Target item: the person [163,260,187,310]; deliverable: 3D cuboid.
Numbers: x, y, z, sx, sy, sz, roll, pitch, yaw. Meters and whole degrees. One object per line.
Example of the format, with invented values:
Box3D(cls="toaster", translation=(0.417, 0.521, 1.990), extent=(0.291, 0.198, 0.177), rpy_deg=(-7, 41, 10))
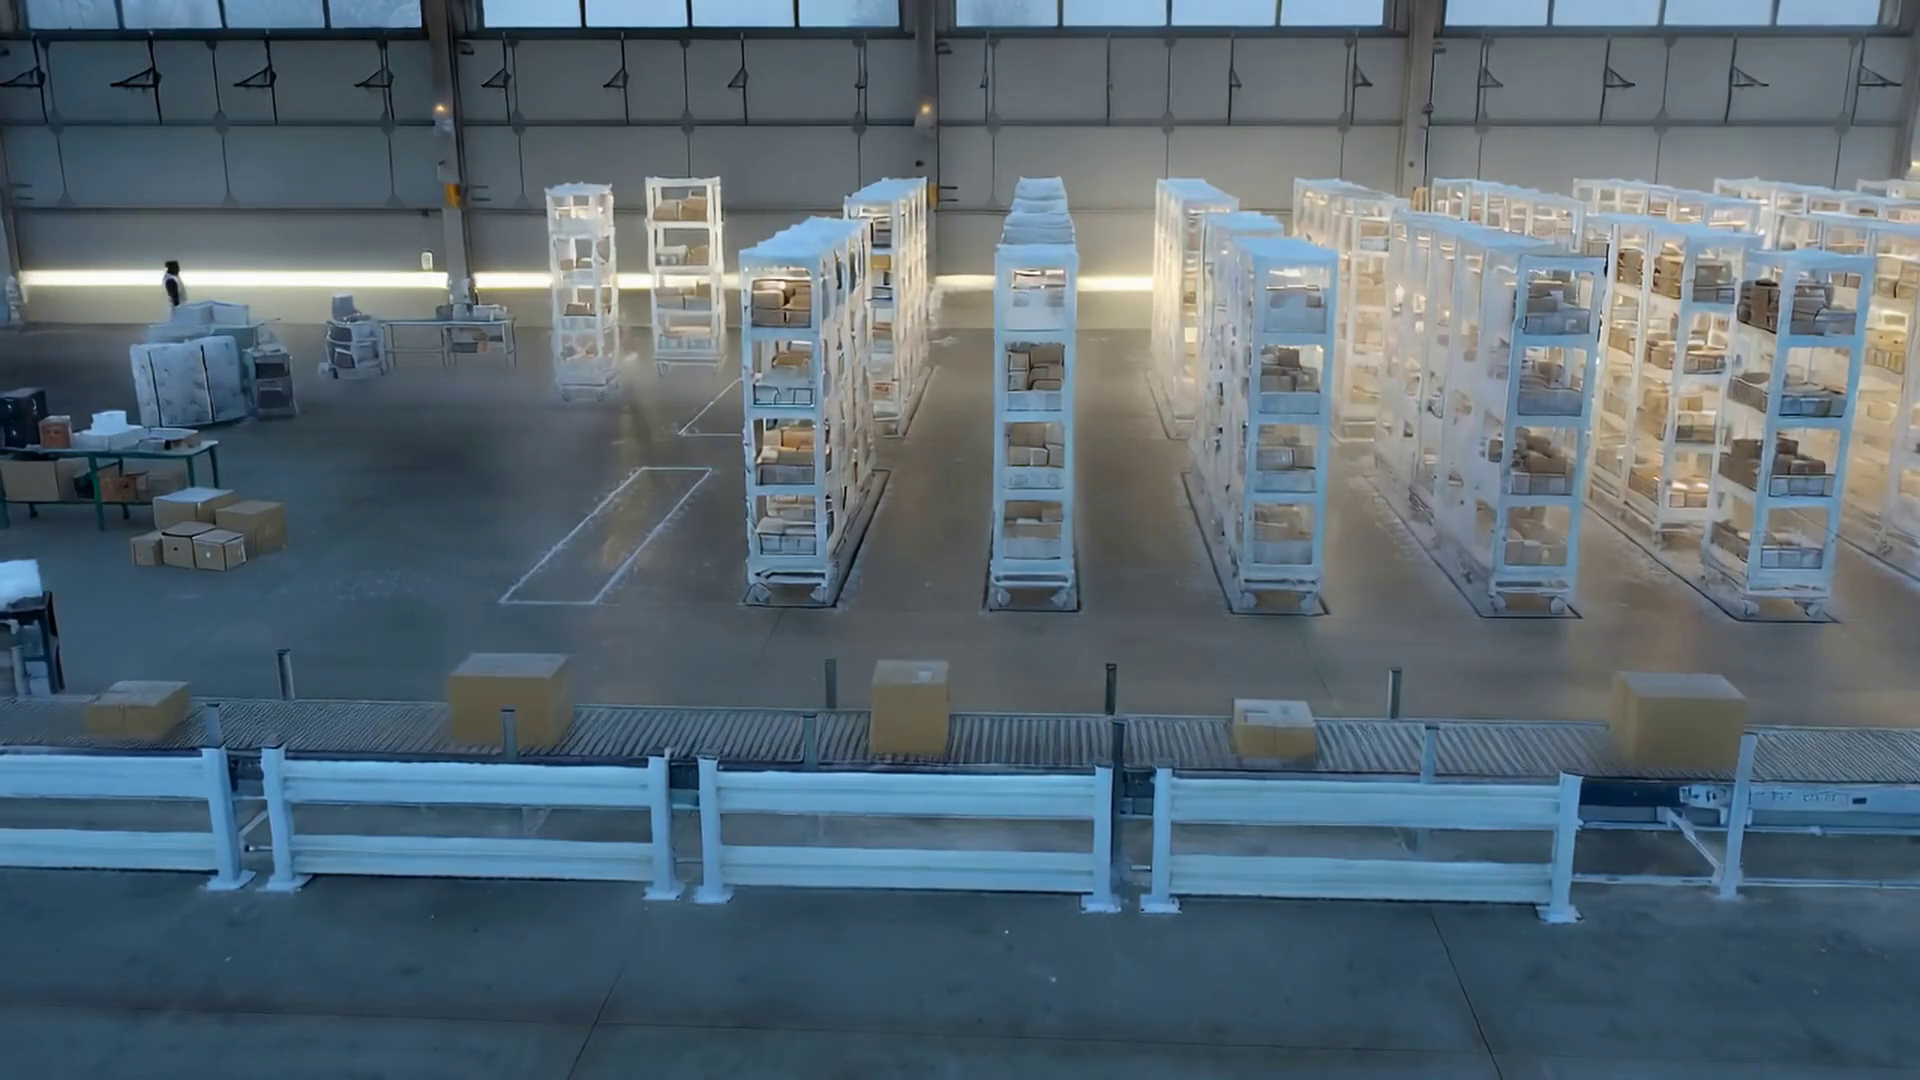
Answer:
Box3D(cls="person", translation=(-15.980, -4.780, 33.819), extent=(0.517, 1.827, 0.632), rpy_deg=(-6, 16, -22))
